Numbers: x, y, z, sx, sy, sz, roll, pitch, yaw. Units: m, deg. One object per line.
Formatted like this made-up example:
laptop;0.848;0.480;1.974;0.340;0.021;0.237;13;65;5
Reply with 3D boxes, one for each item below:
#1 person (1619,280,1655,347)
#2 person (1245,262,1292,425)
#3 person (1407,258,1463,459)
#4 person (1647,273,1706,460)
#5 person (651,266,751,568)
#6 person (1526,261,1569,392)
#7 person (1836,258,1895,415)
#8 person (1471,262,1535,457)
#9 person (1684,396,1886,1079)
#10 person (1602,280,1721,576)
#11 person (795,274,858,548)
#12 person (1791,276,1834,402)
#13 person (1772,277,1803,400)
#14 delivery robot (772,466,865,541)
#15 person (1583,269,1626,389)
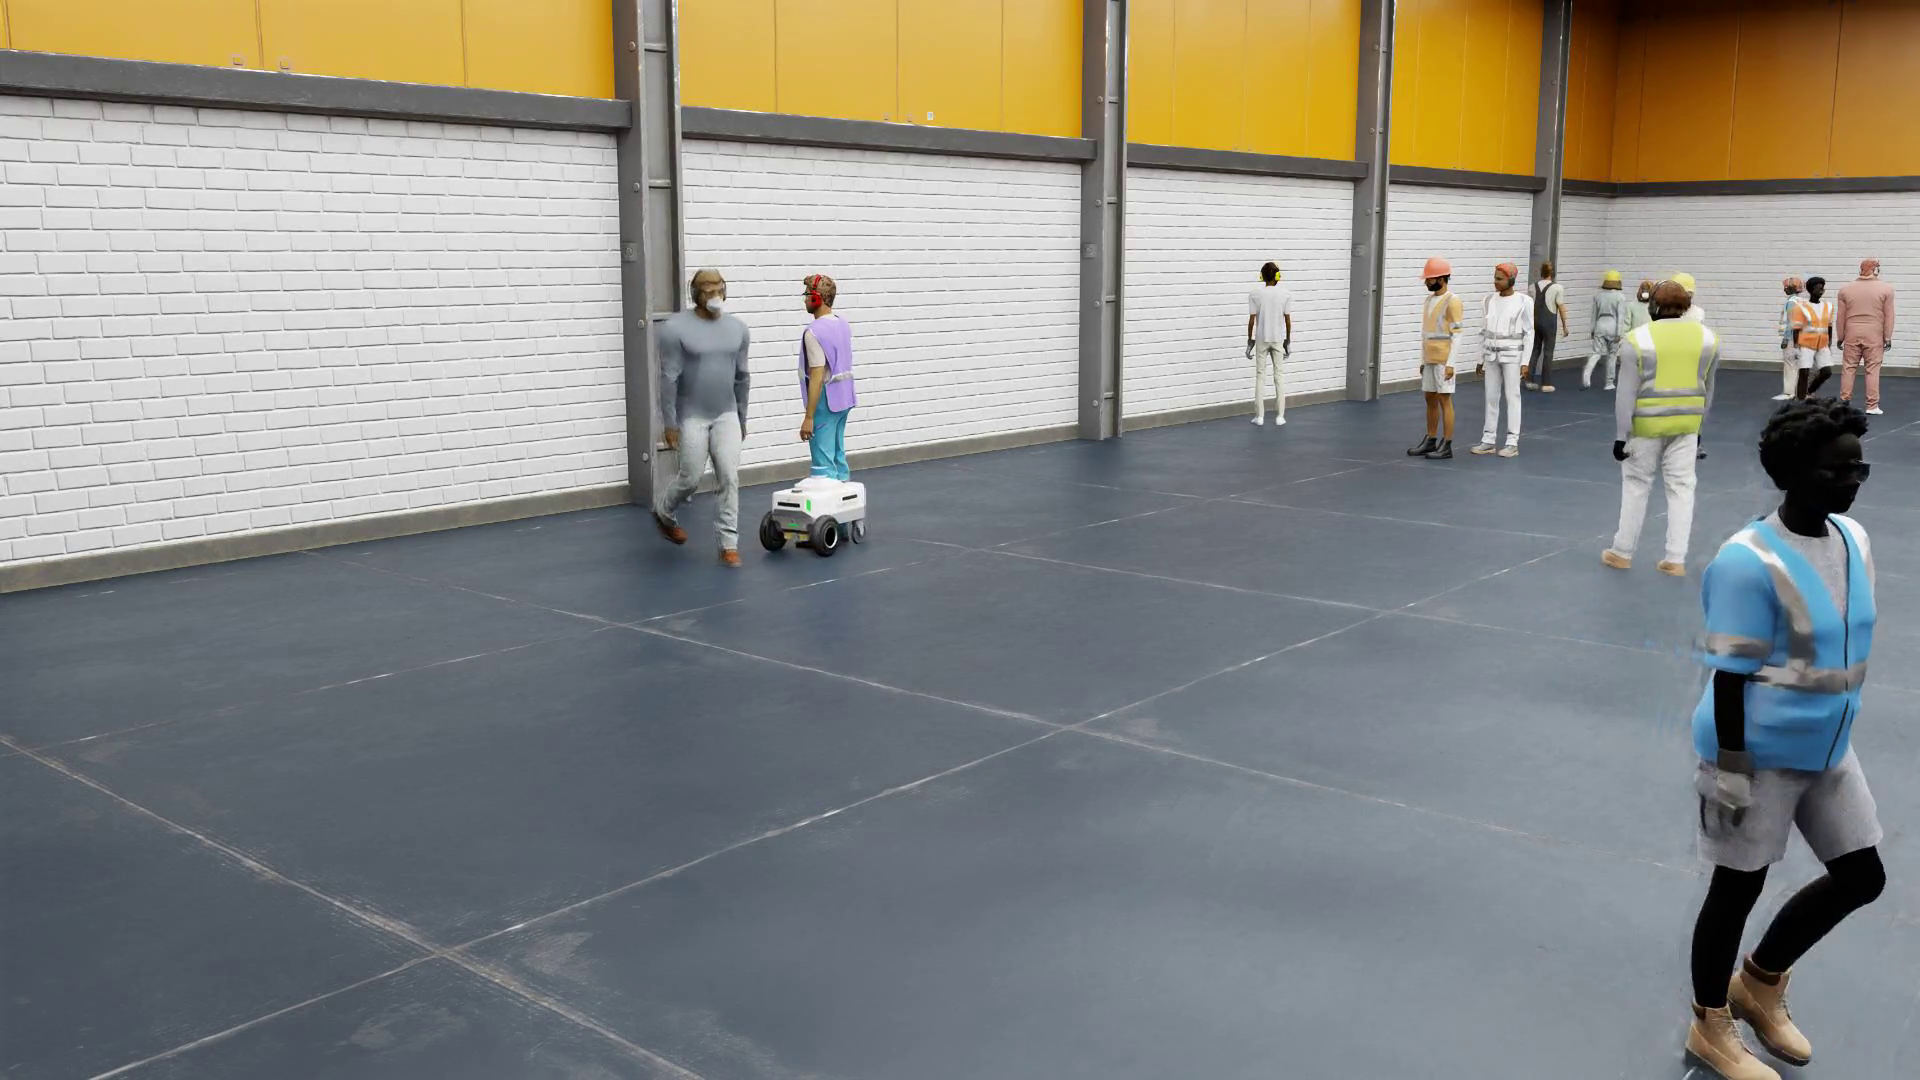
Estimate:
person;9.004;-2.620;21.922;0.511;1.609;0.718;7;12;33
person;3.537;-2.246;19.081;0.521;1.864;0.335;1;10;6
person;4.580;-1.738;15.993;0.384;1.930;0.547;-3;10;-16
person;6.897;-1.671;16.037;0.617;1.779;0.947;-1;10;-5
person;-1.673;-0.798;10.693;0.640;1.917;0.748;-6;12;-32
person;8.264;-2.997;23.422;0.422;1.840;0.526;-9;13;-40
person;11.030;-2.474;20.274;0.639;1.902;0.406;9;13;41
person;5.294;-1.751;16.204;0.339;1.880;0.581;-8;13;-37
person;1.949;0.499;3.932;0.556;1.681;0.384;-6;11;-29
person;4.346;-0.691;10.350;0.631;1.844;0.495;0;10;-1
person;-0.904;-0.863;11.257;0.390;1.842;0.564;3;10;17
person;10.257;-2.324;20.025;0.544;1.684;0.363;-1;10;-5
person;11.061;-2.676;22.162;0.309;1.640;0.513;7;12;34
delivery robot;-0.946;-0.254;11.187;0.477;0.478;0.707;6;12;29
person;9.197;-2.992;23.713;0.499;1.719;0.701;9;14;43
